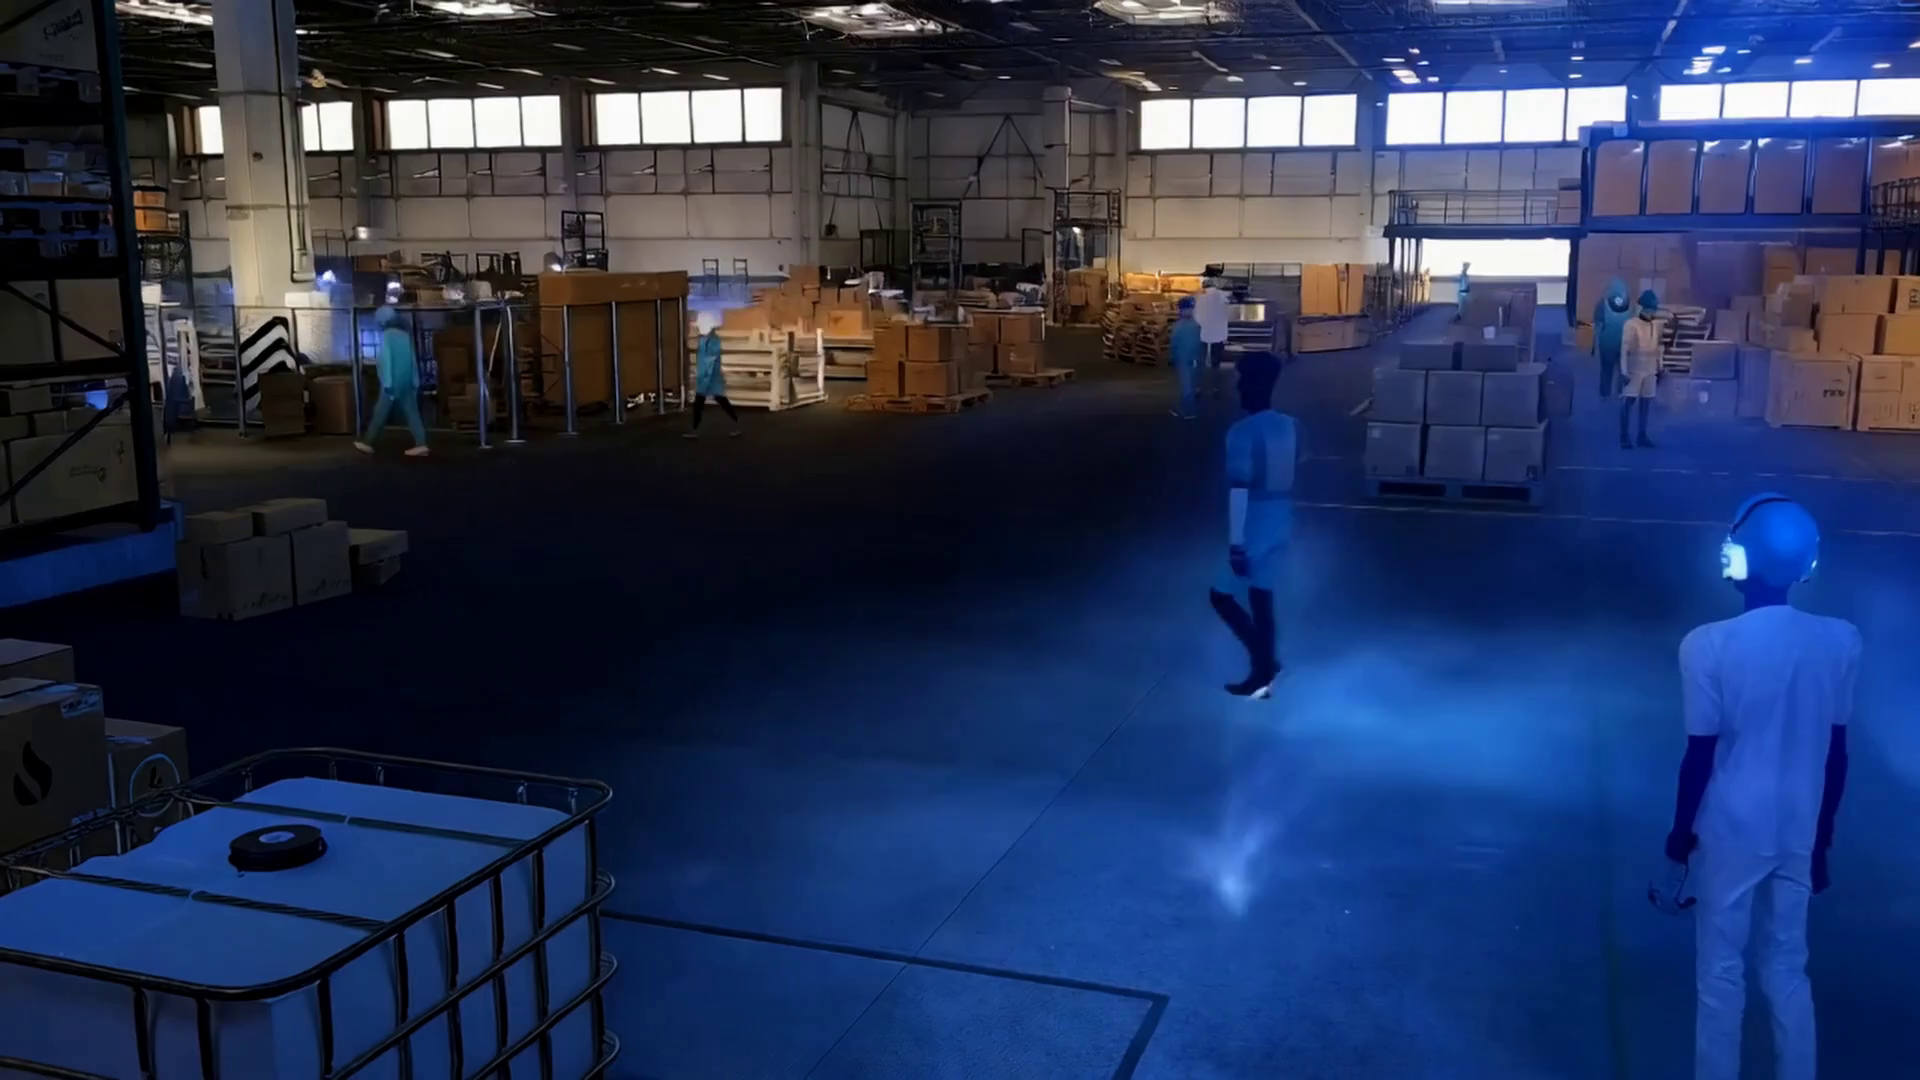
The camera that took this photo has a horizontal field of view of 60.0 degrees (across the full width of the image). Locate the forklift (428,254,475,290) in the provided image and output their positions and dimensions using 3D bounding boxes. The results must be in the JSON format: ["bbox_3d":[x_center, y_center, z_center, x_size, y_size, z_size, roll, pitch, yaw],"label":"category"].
[{"bbox_3d":[-20.133,-10.254,65.465,1.157,1.987,2.680,3,11,19],"label":"forklift"}]

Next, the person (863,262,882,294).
[{"bbox_3d":[-2.774,-7.783,52.491,0.652,1.977,1.117,-1,10,-5],"label":"person"}]

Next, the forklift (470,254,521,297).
[{"bbox_3d":[-17.990,-10.121,64.684,1.157,1.987,2.680,3,11,17],"label":"forklift"}]

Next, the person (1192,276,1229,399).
[{"bbox_3d":[4.050,-3.274,26.998,0.611,1.998,0.375,1,10,4],"label":"person"}]

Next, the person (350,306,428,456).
[{"bbox_3d":[-6.796,-1.884,19.797,0.959,1.769,0.602,2,10,12],"label":"person"}]

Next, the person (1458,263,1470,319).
[{"bbox_3d":[17.062,-8.425,56.322,0.337,1.882,0.585,5,11,24],"label":"person"}]

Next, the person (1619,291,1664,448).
[{"bbox_3d":[8.414,-2.092,20.508,0.543,1.939,0.360,-1,10,-8],"label":"person"}]

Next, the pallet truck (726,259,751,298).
[{"bbox_3d":[-7.986,-9.493,62.019,0.823,1.965,1.885,3,11,17],"label":"pallet truck"}]

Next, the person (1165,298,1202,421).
[{"bbox_3d":[3.155,-2.603,23.923,0.547,1.733,0.800,-8,13,-36],"label":"person"}]

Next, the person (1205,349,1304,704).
[{"bbox_3d":[1.606,-0.057,8.997,0.612,1.947,0.452,-8,13,-40],"label":"person"}]

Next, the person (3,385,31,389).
[{"bbox_3d":[-11.605,-1.967,20.477,0.318,1.700,0.536,-2,10,-11],"label":"person"}]

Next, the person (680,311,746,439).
[{"bbox_3d":[-3.197,-2.142,21.576,0.843,1.661,0.534,-7,12,-35],"label":"person"}]

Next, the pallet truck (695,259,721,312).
[{"bbox_3d":[-9.165,-9.627,62.776,0.823,1.965,1.885,4,11,23],"label":"pallet truck"}]

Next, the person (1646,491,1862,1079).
[{"bbox_3d":[2.072,0.804,4.385,0.520,1.873,0.333,-2,10,-9],"label":"person"}]

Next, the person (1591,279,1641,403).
[{"bbox_3d":[10.490,-3.218,26.562,0.717,2.000,0.908,2,10,9],"label":"person"}]

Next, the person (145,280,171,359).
[{"bbox_3d":[-17.696,-4.873,36.728,0.525,1.736,0.833,-2,10,-9],"label":"person"}]

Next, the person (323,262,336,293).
[{"bbox_3d":[-22.488,-8.915,59.095,0.763,1.889,0.647,-3,11,-18],"label":"person"}]
